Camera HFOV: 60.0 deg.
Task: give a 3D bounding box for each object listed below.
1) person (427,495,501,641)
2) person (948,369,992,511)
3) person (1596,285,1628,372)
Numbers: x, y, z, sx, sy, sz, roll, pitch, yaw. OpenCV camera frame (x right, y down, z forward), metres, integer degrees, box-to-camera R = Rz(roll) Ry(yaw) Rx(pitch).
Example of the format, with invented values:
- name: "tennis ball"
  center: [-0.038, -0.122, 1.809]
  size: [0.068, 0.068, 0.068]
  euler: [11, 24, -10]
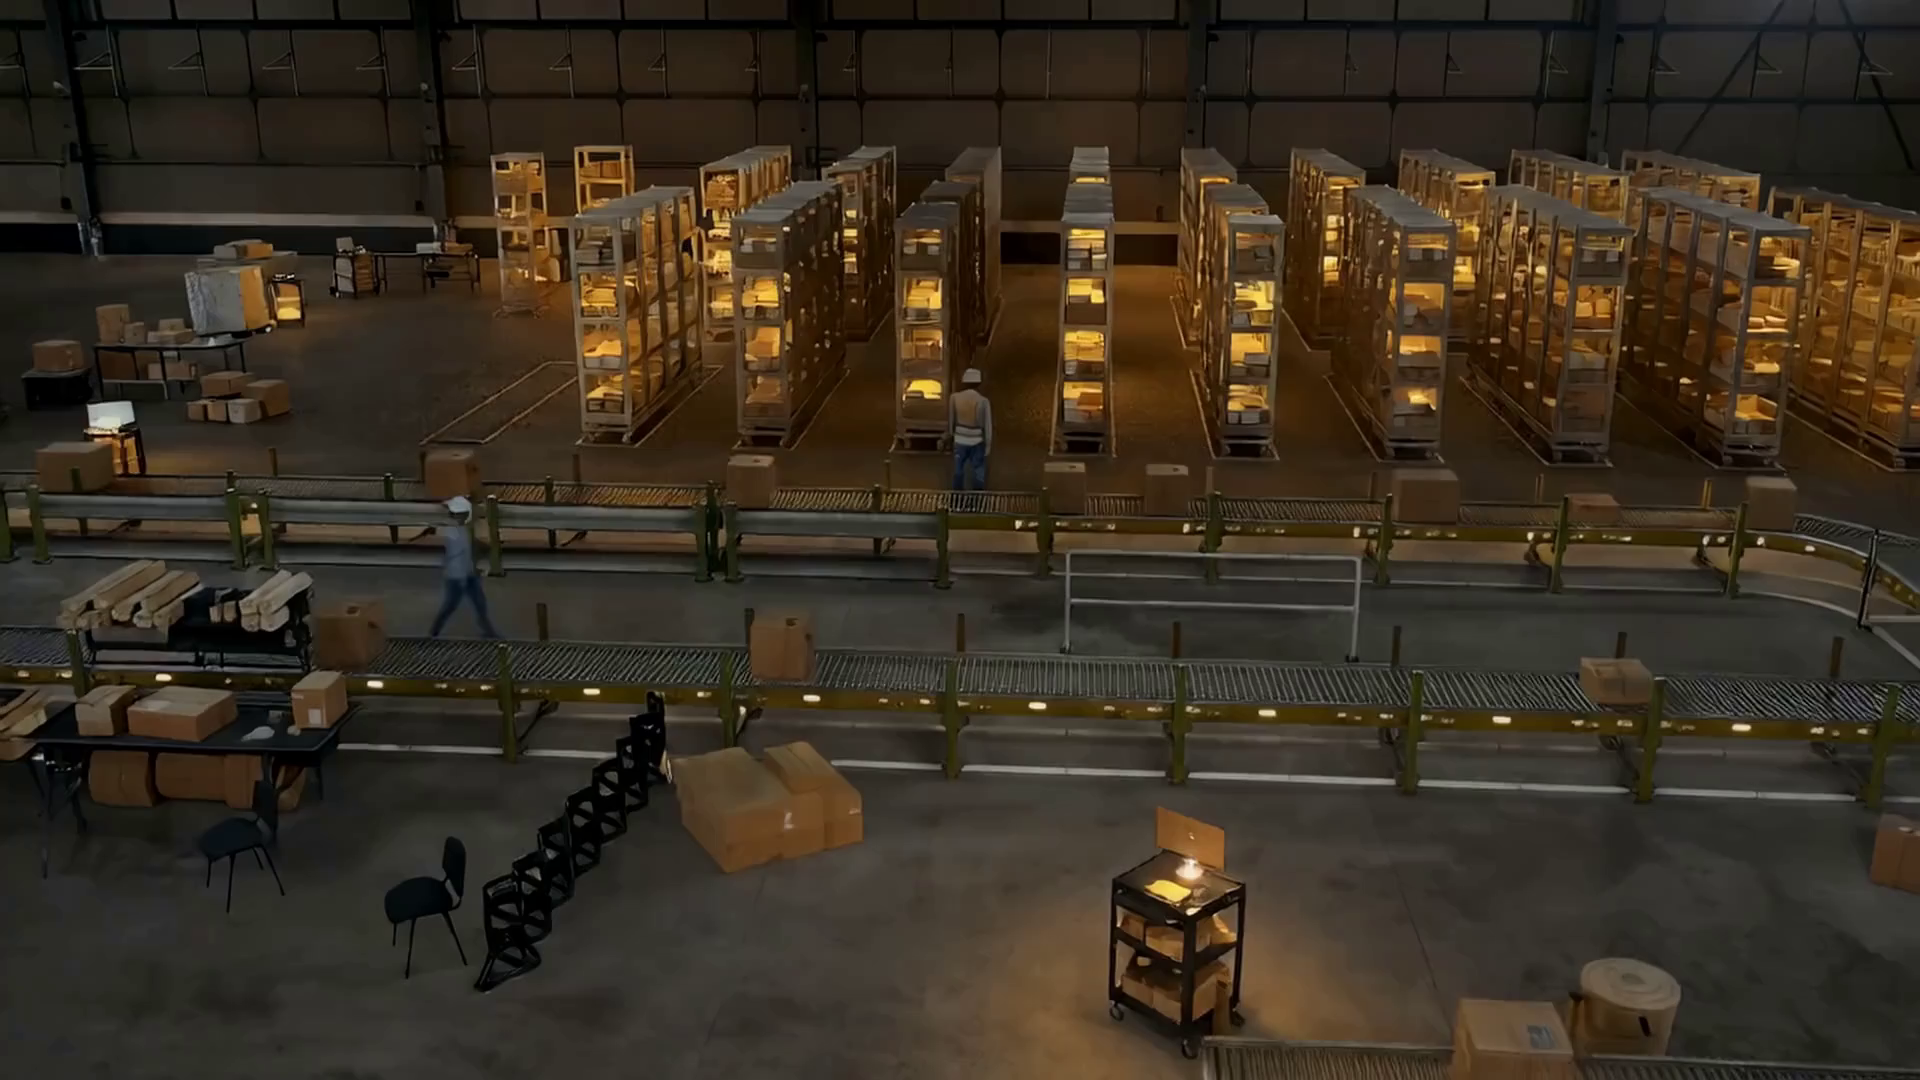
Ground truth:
- name: "person"
  center: [-5.307, 0.364, 17.586]
  size: [0.889, 1.725, 0.536]
  euler: [-2, 18, -5]
- name: "person"
  center: [0.143, -1.367, 22.746]
  size: [0.623, 1.935, 0.436]
  euler: [8, 19, 25]
- name: "person"
  center: [12.275, -4.032, 31.356]
  size: [0.563, 1.837, 0.382]
  euler: [10, 20, 28]
